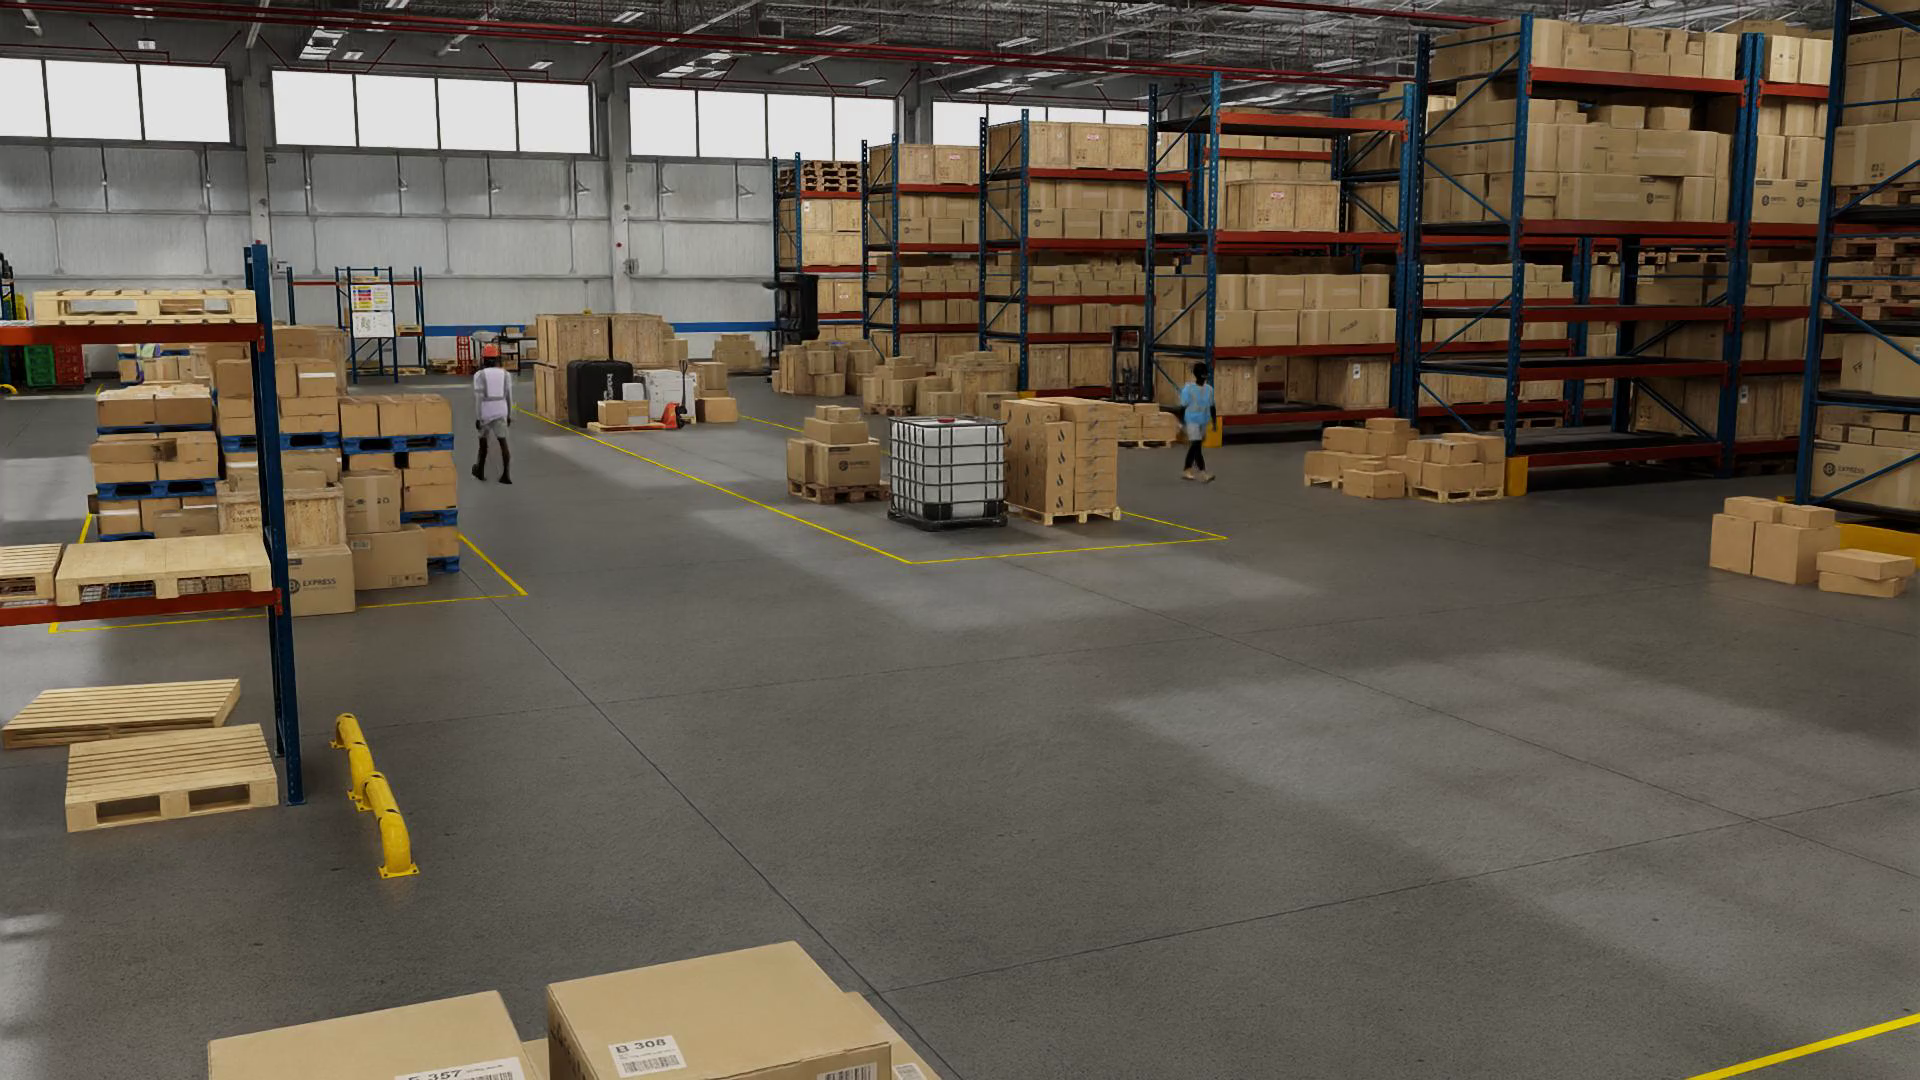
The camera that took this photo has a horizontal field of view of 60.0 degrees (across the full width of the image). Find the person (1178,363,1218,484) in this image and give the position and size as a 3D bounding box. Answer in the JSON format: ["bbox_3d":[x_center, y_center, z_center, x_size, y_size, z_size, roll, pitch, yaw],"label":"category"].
[{"bbox_3d":[3.294,-1.598,22.800,0.546,1.639,0.880,-6,11,-31],"label":"person"}]

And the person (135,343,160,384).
[{"bbox_3d":[-15.600,-3.209,31.974,0.591,1.920,0.393,3,10,21],"label":"person"}]

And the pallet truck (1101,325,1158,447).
[{"bbox_3d":[2.881,-2.596,27.923,0.823,1.965,1.885,-1,9,-7],"label":"pallet truck"}]

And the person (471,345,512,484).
[{"bbox_3d":[-6.462,-1.736,22.929,0.574,1.885,0.979,-7,11,-36],"label":"person"}]

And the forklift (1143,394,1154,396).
[{"bbox_3d":[4.563,-4.684,38.148,1.129,2.768,1.873,-4,10,-25],"label":"forklift"}]

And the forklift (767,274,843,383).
[{"bbox_3d":[-3.903,-5.414,42.674,1.873,2.768,1.129,-4,10,-25],"label":"forklift"}]
